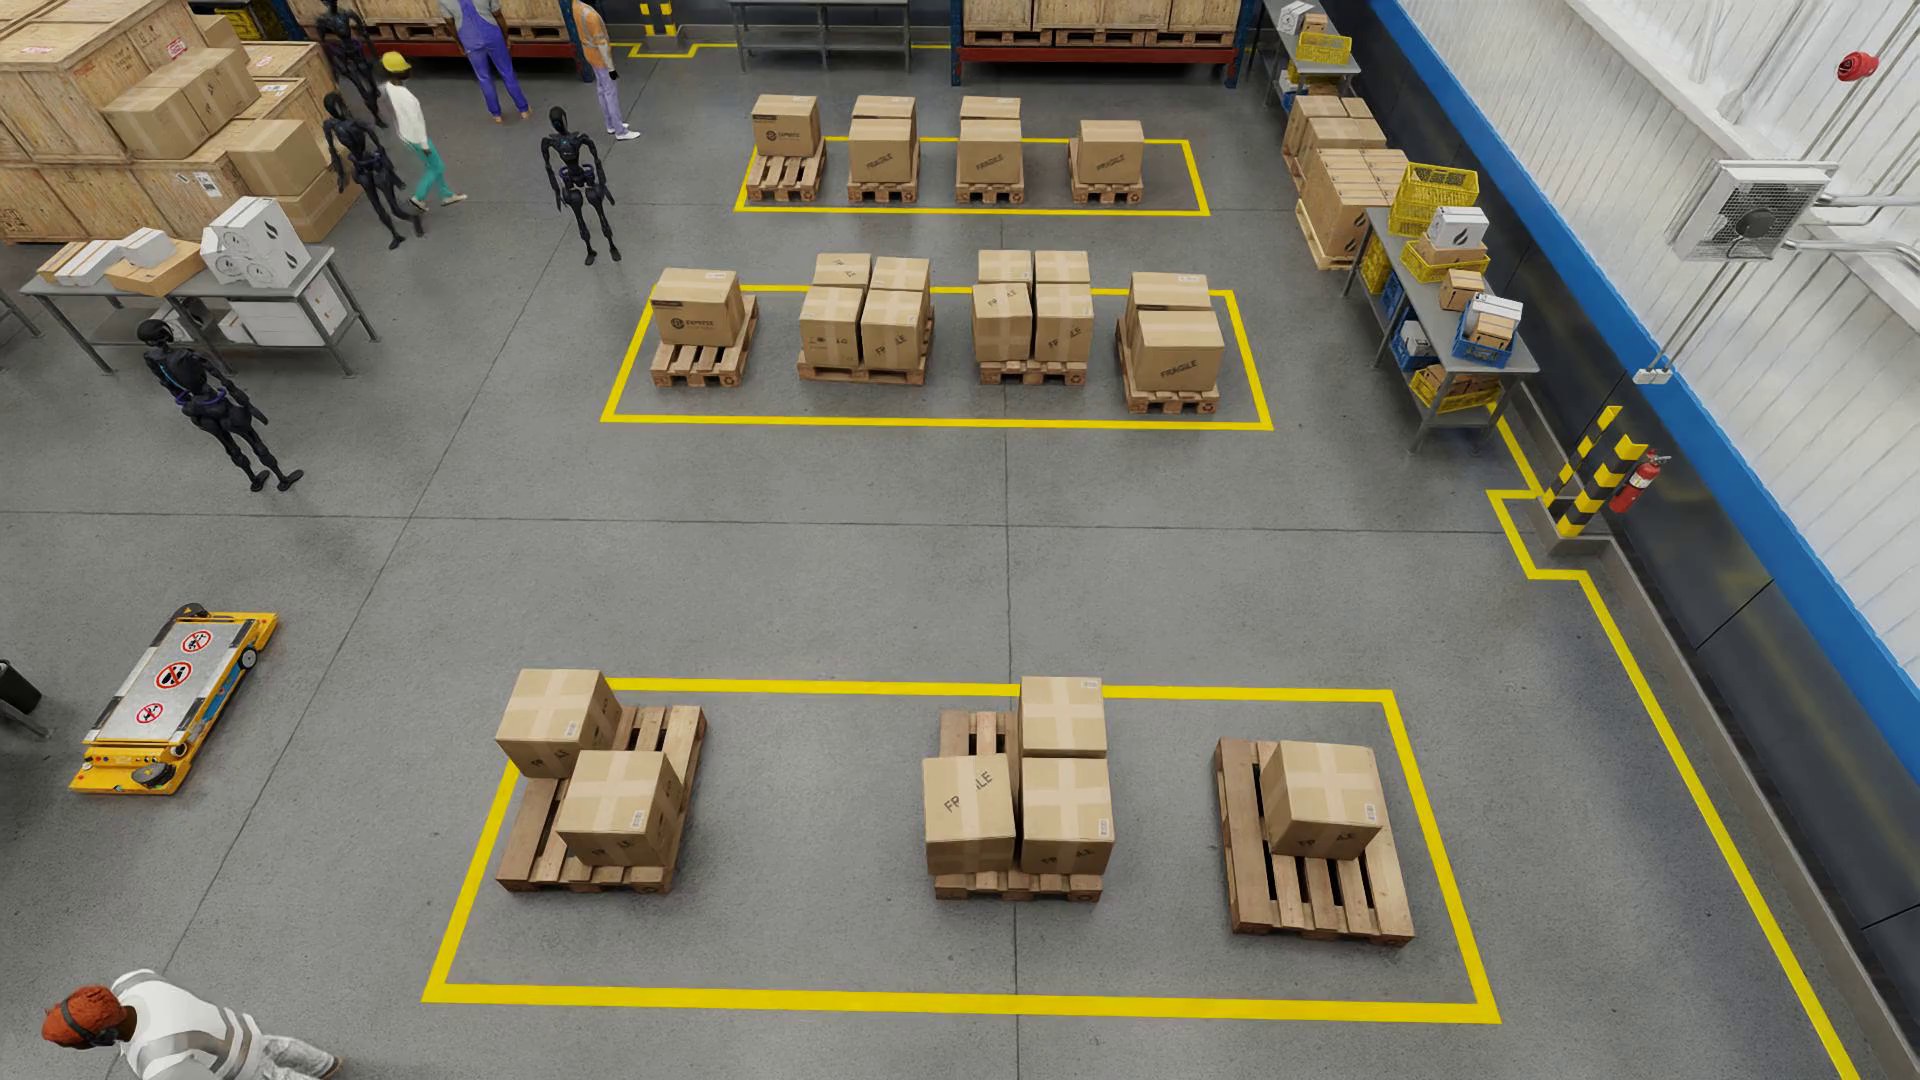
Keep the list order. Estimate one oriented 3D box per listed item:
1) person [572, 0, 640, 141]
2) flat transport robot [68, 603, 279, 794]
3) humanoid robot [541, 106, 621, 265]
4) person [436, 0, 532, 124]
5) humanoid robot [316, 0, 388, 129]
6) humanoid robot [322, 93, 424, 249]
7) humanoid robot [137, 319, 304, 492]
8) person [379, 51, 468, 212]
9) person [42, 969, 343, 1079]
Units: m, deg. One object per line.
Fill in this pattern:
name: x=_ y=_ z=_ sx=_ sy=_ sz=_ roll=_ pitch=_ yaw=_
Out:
person: x=-4.425 y=-5.959 z=11.325 sx=0.375 sy=1.922 sz=0.591 roll=-31 pitch=56 yaw=-23
flat transport robot: x=-5.504 y=1.072 z=6.442 sx=0.652 sy=0.197 sz=1.431 roll=1 pitch=50 yaw=1
humanoid robot: x=-3.940 y=-3.654 z=9.527 sx=0.587 sy=1.657 sz=0.330 roll=-12 pitch=51 yaw=-10
person: x=-6.048 y=-6.366 z=11.594 sx=0.688 sy=2.000 sz=0.540 roll=-16 pitch=52 yaw=-13
humanoid robot: x=-7.766 y=-6.165 z=11.669 sx=0.576 sy=1.626 sz=0.611 roll=36 pitch=59 yaw=27
humanoid robot: x=-6.308 y=-3.898 z=9.738 sx=0.613 sy=1.646 sz=0.479 roll=5 pitch=50 yaw=4
humanoid robot: x=-5.946 y=-1.062 z=7.333 sx=0.589 sy=1.657 sz=0.327 roll=1 pitch=50 yaw=1
person: x=-6.091 y=-4.485 z=10.191 sx=0.579 sy=1.743 sz=0.549 roll=-35 pitch=58 yaw=-26
person: x=-3.440 y=2.411 z=4.273 sx=0.574 sy=1.882 sz=0.346 roll=36 pitch=58 yaw=26
